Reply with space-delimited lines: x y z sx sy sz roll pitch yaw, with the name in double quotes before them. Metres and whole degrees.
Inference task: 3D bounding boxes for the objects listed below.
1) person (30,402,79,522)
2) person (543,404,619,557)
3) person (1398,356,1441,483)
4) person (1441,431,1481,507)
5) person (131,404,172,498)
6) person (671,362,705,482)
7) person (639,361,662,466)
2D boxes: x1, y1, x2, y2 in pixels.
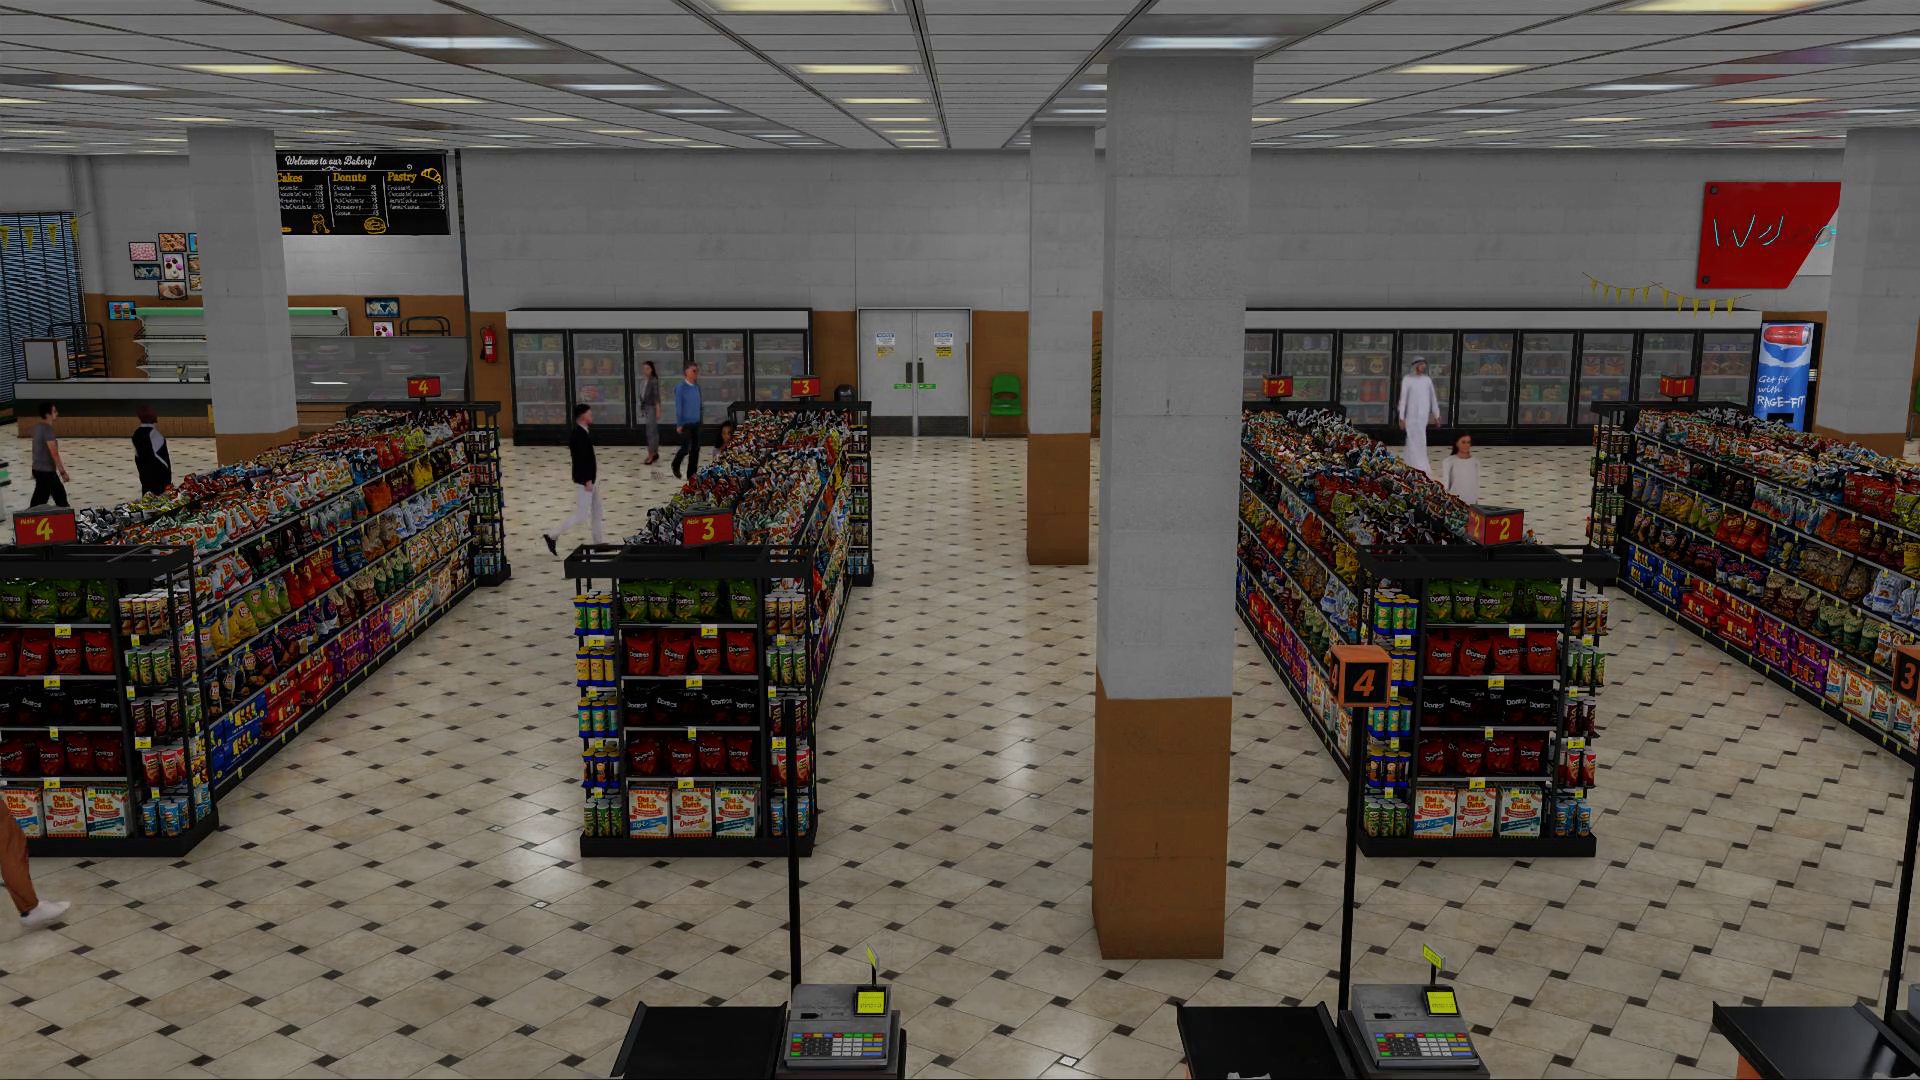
"person" -11.419 -0.813 20.610 1.120 1.709 1.109 -10 16 -40
"person" -4.542 -0.678 19.705 0.878 1.818 1.096 -3 12 -13
"person" 6.734 -1.773 24.758 1.080 1.877 1.364 -6 13 -26
"person" 5.602 -0.396 18.680 0.624 1.688 0.581 -2 12 -9
"person" -9.657 -0.728 19.916 0.738 1.828 0.738 7 14 30
"person" -4.119 -1.763 24.897 0.927 1.802 0.872 8 14 33
"person" -4.891 -2.034 26.526 0.877 1.660 0.732 -5 13 -21
